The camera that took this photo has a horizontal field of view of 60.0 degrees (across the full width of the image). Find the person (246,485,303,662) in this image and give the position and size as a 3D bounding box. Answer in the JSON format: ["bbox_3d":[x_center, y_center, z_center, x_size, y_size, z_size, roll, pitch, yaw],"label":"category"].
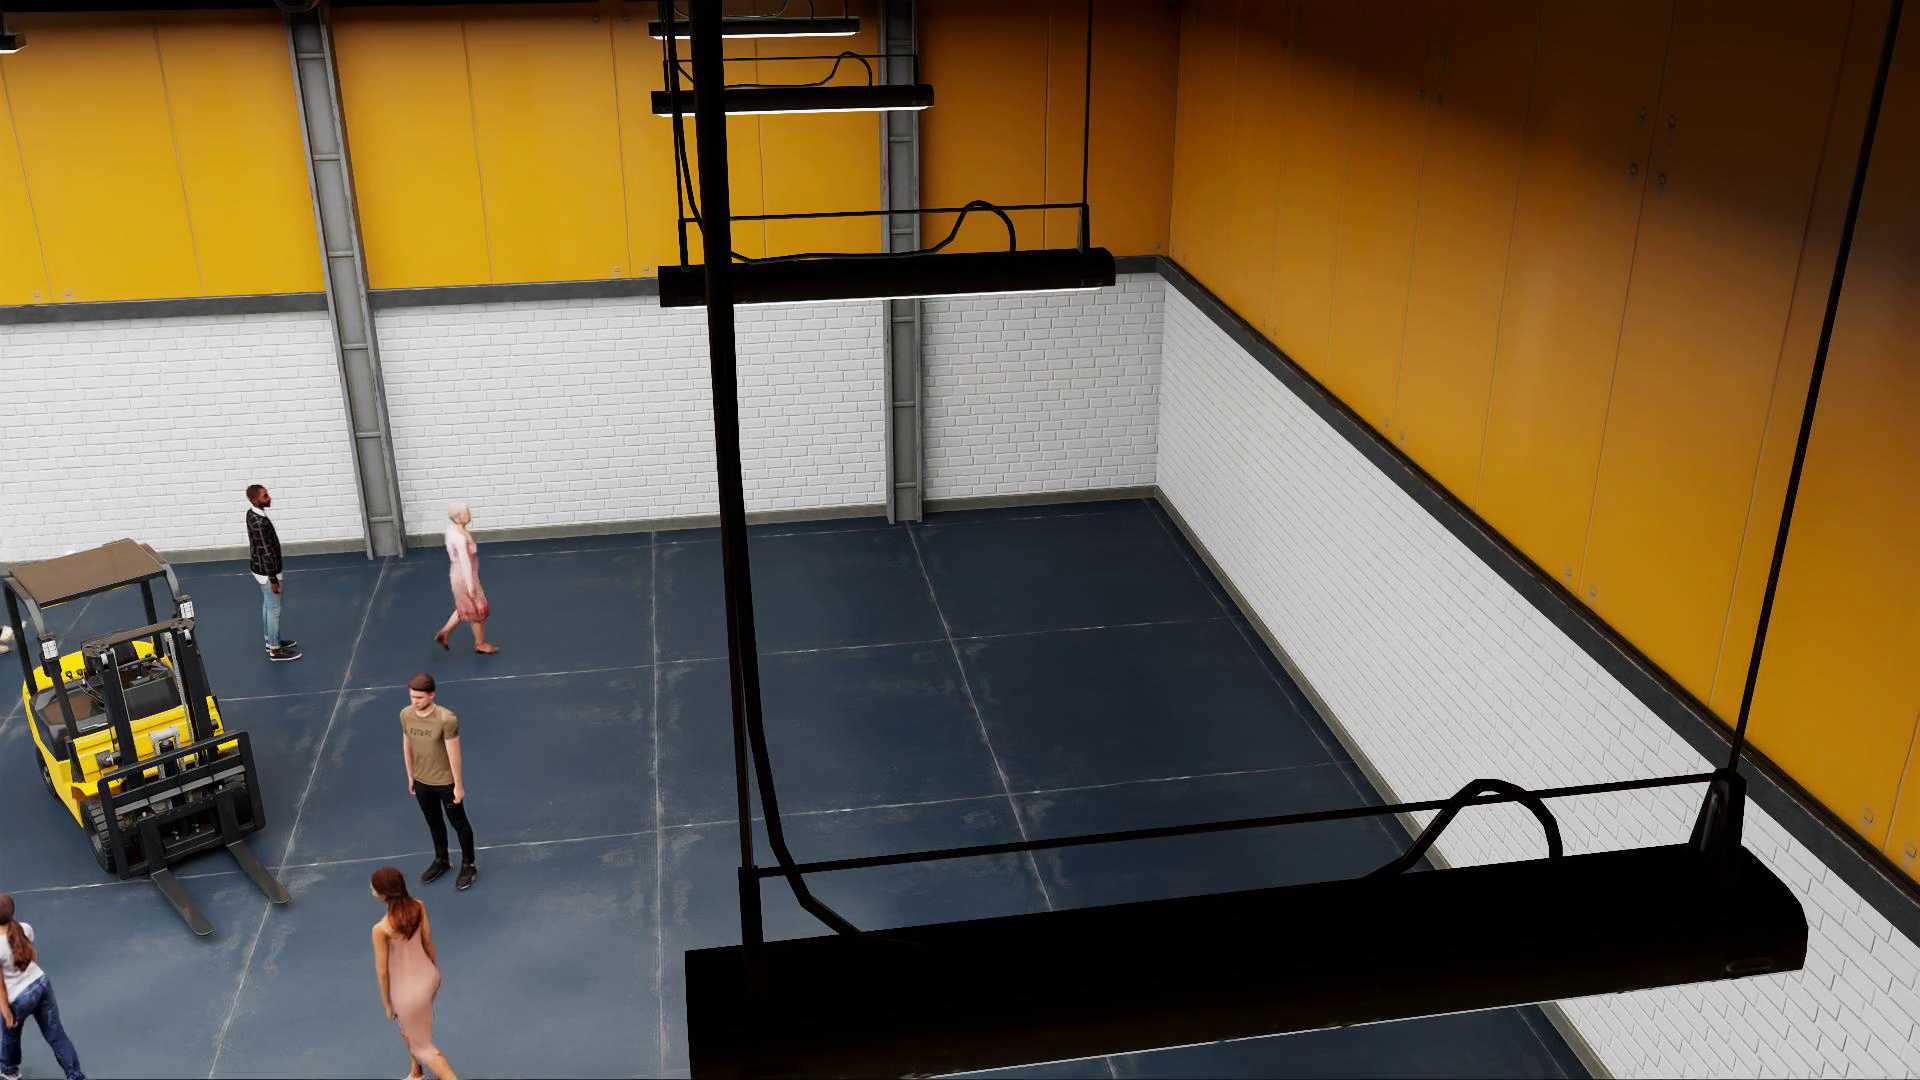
[{"bbox_3d":[-6.877,0.303,16.502,0.646,1.818,0.722,-12,26,-25],"label":"person"}]

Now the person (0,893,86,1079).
[{"bbox_3d":[-5.994,2.975,10.764,1.128,1.518,0.928,9,25,21],"label":"person"}]

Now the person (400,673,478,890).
[{"bbox_3d":[-4.056,1.845,12.938,0.655,1.849,0.791,7,25,15],"label":"person"}]

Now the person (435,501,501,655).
[{"bbox_3d":[-4.955,0.408,16.436,0.933,1.679,0.784,-12,27,-26],"label":"person"}]

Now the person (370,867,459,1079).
[{"bbox_3d":[-3.397,2.902,10.579,1.108,1.800,0.978,13,27,28],"label":"person"}]
